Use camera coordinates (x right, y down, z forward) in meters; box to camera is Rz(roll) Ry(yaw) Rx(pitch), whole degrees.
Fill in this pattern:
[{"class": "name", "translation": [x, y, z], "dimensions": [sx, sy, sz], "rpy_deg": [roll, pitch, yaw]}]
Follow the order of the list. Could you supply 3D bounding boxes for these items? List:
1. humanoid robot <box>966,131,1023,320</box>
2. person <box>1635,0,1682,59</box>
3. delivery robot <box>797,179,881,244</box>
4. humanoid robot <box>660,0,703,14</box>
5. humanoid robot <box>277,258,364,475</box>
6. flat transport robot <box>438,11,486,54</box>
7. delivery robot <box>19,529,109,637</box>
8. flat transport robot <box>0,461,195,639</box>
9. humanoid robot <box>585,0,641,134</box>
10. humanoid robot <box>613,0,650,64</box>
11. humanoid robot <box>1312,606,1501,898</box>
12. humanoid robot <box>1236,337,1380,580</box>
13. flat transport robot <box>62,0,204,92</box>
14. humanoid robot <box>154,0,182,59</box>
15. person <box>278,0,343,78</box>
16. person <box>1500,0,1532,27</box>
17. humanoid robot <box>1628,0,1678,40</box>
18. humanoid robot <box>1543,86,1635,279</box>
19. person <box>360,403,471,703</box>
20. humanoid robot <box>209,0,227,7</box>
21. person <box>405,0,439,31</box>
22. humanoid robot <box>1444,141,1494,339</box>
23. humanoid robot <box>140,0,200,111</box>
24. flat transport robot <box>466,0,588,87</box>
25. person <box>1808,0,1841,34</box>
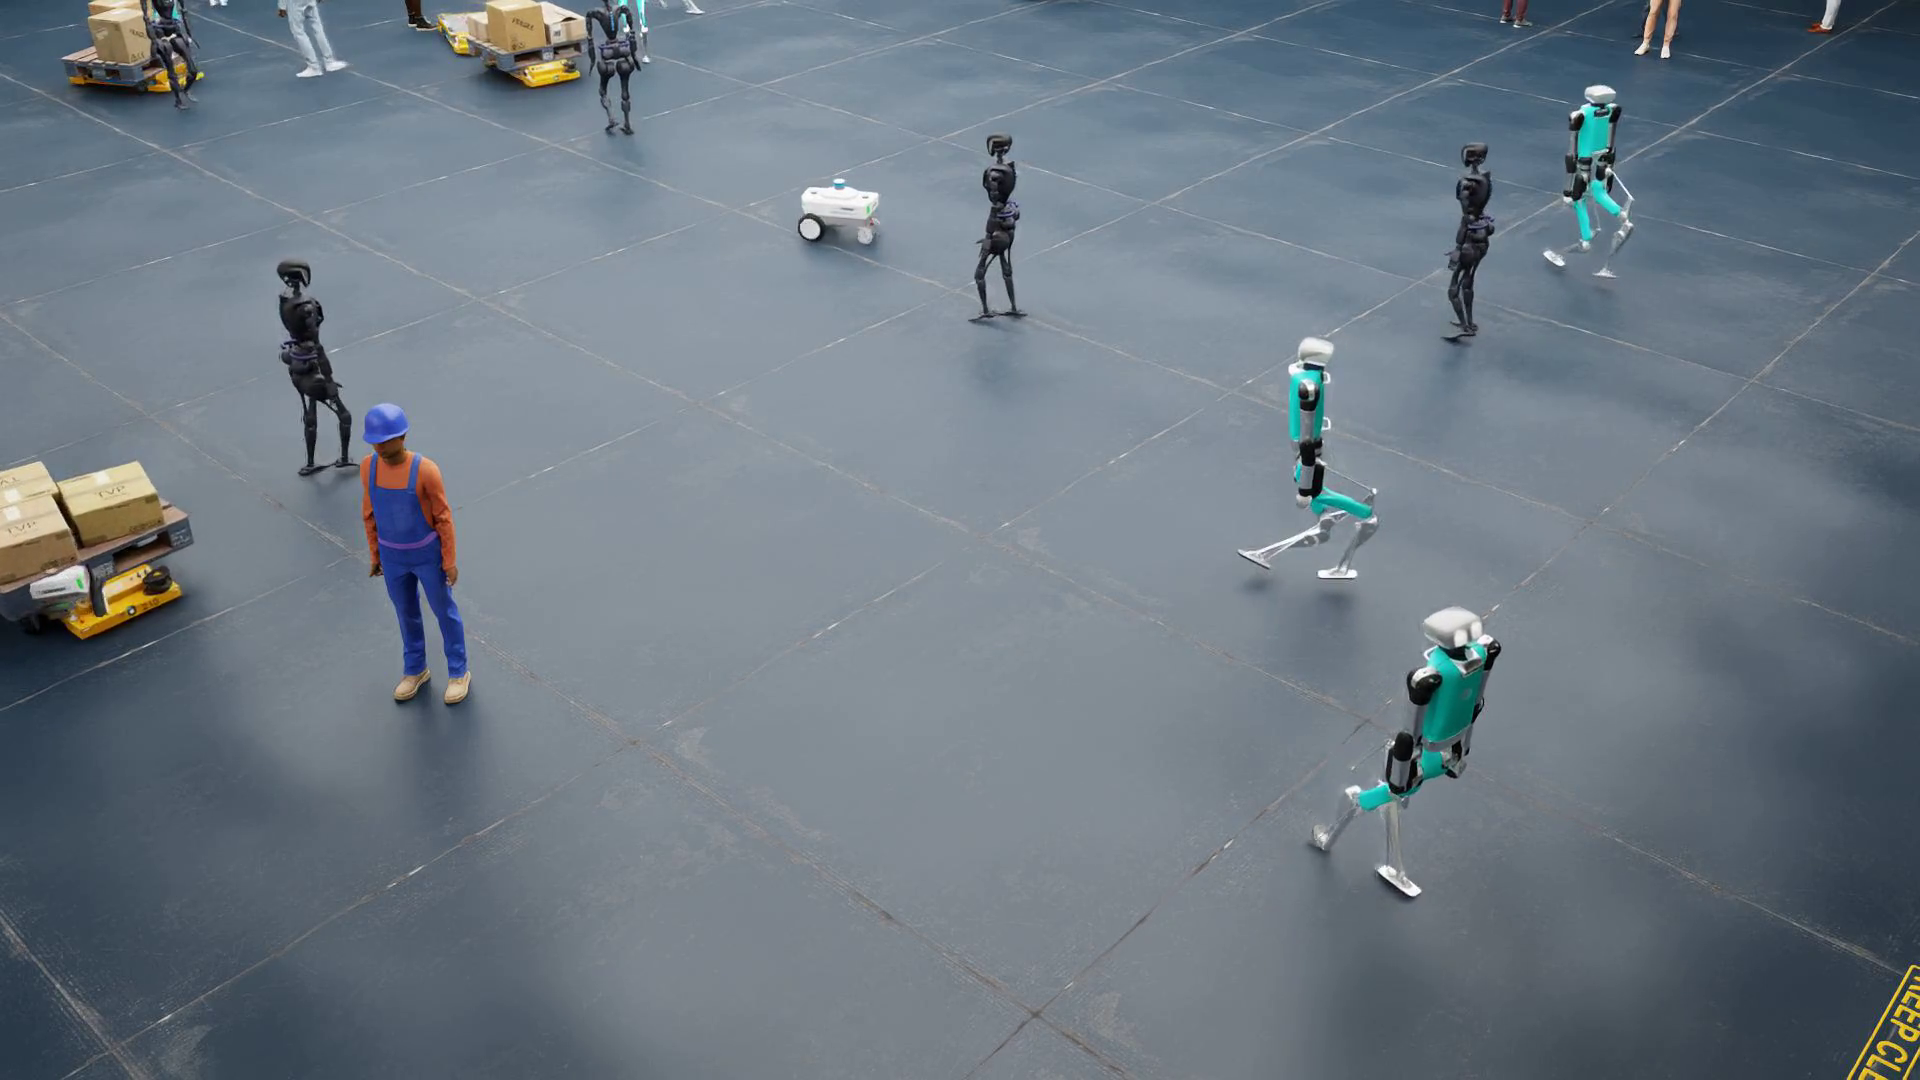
[{"class": "humanoid robot", "translation": [0.295, -2.667, 14.120], "dimensions": [0.567, 1.640, 0.590], "rpy_deg": [6, 32, 10]}, {"class": "person", "translation": [8.963, -7.045, 20.976], "dimensions": [0.529, 1.872, 0.354], "rpy_deg": [16, 35, 24]}, {"class": "delivery robot", "translation": [-1.160, -3.171, 15.984], "dimensions": [0.793, 0.590, 0.499], "rpy_deg": [7, 33, 11]}, {"class": "humanoid robot", "translation": [-3.890, -8.096, 22.853], "dimensions": [0.887, 1.833, 0.558], "rpy_deg": [10, 33, 15]}, {"class": "humanoid robot", "translation": [-4.600, -1.240, 11.825], "dimensions": [0.501, 1.642, 0.602], "rpy_deg": [-22, 38, -31]}, {"class": "flat transport robot", "translation": [-6.451, -6.712, 21.963], "dimensions": [0.659, 0.231, 1.431], "rpy_deg": [-13, 34, -20]}, {"class": "delivery robot", "translation": [-5.679, 0.224, 10.529], "dimensions": [0.499, 0.602, 0.795], "rpy_deg": [-11, 33, -17]}, {"class": "flat transport robot", "translation": [-5.774, 0.185, 10.856], "dimensions": [1.431, 0.231, 0.659], "rpy_deg": [24, 39, 33]}, {"class": "humanoid robot", "translation": [-3.833, -5.343, 18.422], "dimensions": [0.588, 1.646, 0.361], "rpy_deg": [-16, 35, -24]}, {"class": "humanoid robot", "translation": [-4.078, -6.790, 20.646], "dimensions": [0.530, 1.740, 0.694], "rpy_deg": [-7, 33, -12]}, {"class": "humanoid robot", "translation": [2.119, 1.021, 8.204], "dimensions": [0.554, 1.877, 0.820], "rpy_deg": [-20, 37, -29]}, {"class": "humanoid robot", "translation": [2.311, -0.440, 10.468], "dimensions": [1.007, 1.737, 0.548], "rpy_deg": [4, 32, 6]}, {"class": "flat transport robot", "translation": [-10.082, -5.702, 20.335], "dimensions": [1.431, 0.231, 0.659], "rpy_deg": [9, 33, 14]}, {"class": "humanoid robot", "translation": [-10.066, -6.836, 20.786], "dimensions": [0.551, 1.807, 0.735], "rpy_deg": [5, 32, 7]}, {"class": "person", "translation": [-8.010, -6.631, 20.321], "dimensions": [0.370, 1.875, 0.788], "rpy_deg": [11, 33, 17]}, {"class": "person", "translation": [7.600, -7.826, 22.301], "dimensions": [0.380, 1.806, 0.549], "rpy_deg": [-16, 35, -24]}, {"class": "humanoid robot", "translation": [9.222, -7.346, 21.679], "dimensions": [0.606, 1.649, 0.612], "rpy_deg": [-10, 33, -16]}, {"class": "humanoid robot", "translation": [5.708, -3.084, 14.779], "dimensions": [0.549, 1.759, 1.039], "rpy_deg": [-14, 34, -21]}, {"class": "person", "translation": [-3.118, 0.080, 9.472], "dimensions": [0.513, 1.910, 0.363], "rpy_deg": [4, 32, 6]}, {"class": "humanoid robot", "translation": [-10.521, -8.299, 23.161], "dimensions": [0.536, 1.818, 0.725], "rpy_deg": [-6, 32, -9]}, {"class": "person", "translation": [-7.317, -7.794, 22.097], "dimensions": [0.368, 1.966, 0.600], "rpy_deg": [-20, 37, -29]}, {"class": "humanoid robot", "translation": [4.249, -2.494, 13.838], "dimensions": [0.398, 1.635, 0.608], "rpy_deg": [16, 35, 25]}, {"class": "humanoid robot", "translation": [-9.118, -5.802, 19.160], "dimensions": [0.377, 1.646, 0.584], "rpy_deg": [20, 37, 29]}, {"class": "flat transport robot", "translation": [-5.336, -5.963, 20.756], "dimensions": [0.659, 0.231, 1.431], "rpy_deg": [-24, 39, -33]}, {"class": "person", "translation": [11.618, -7.647, 21.992], "dimensions": [0.367, 1.827, 0.505], "rpy_deg": [20, 37, 29]}]
